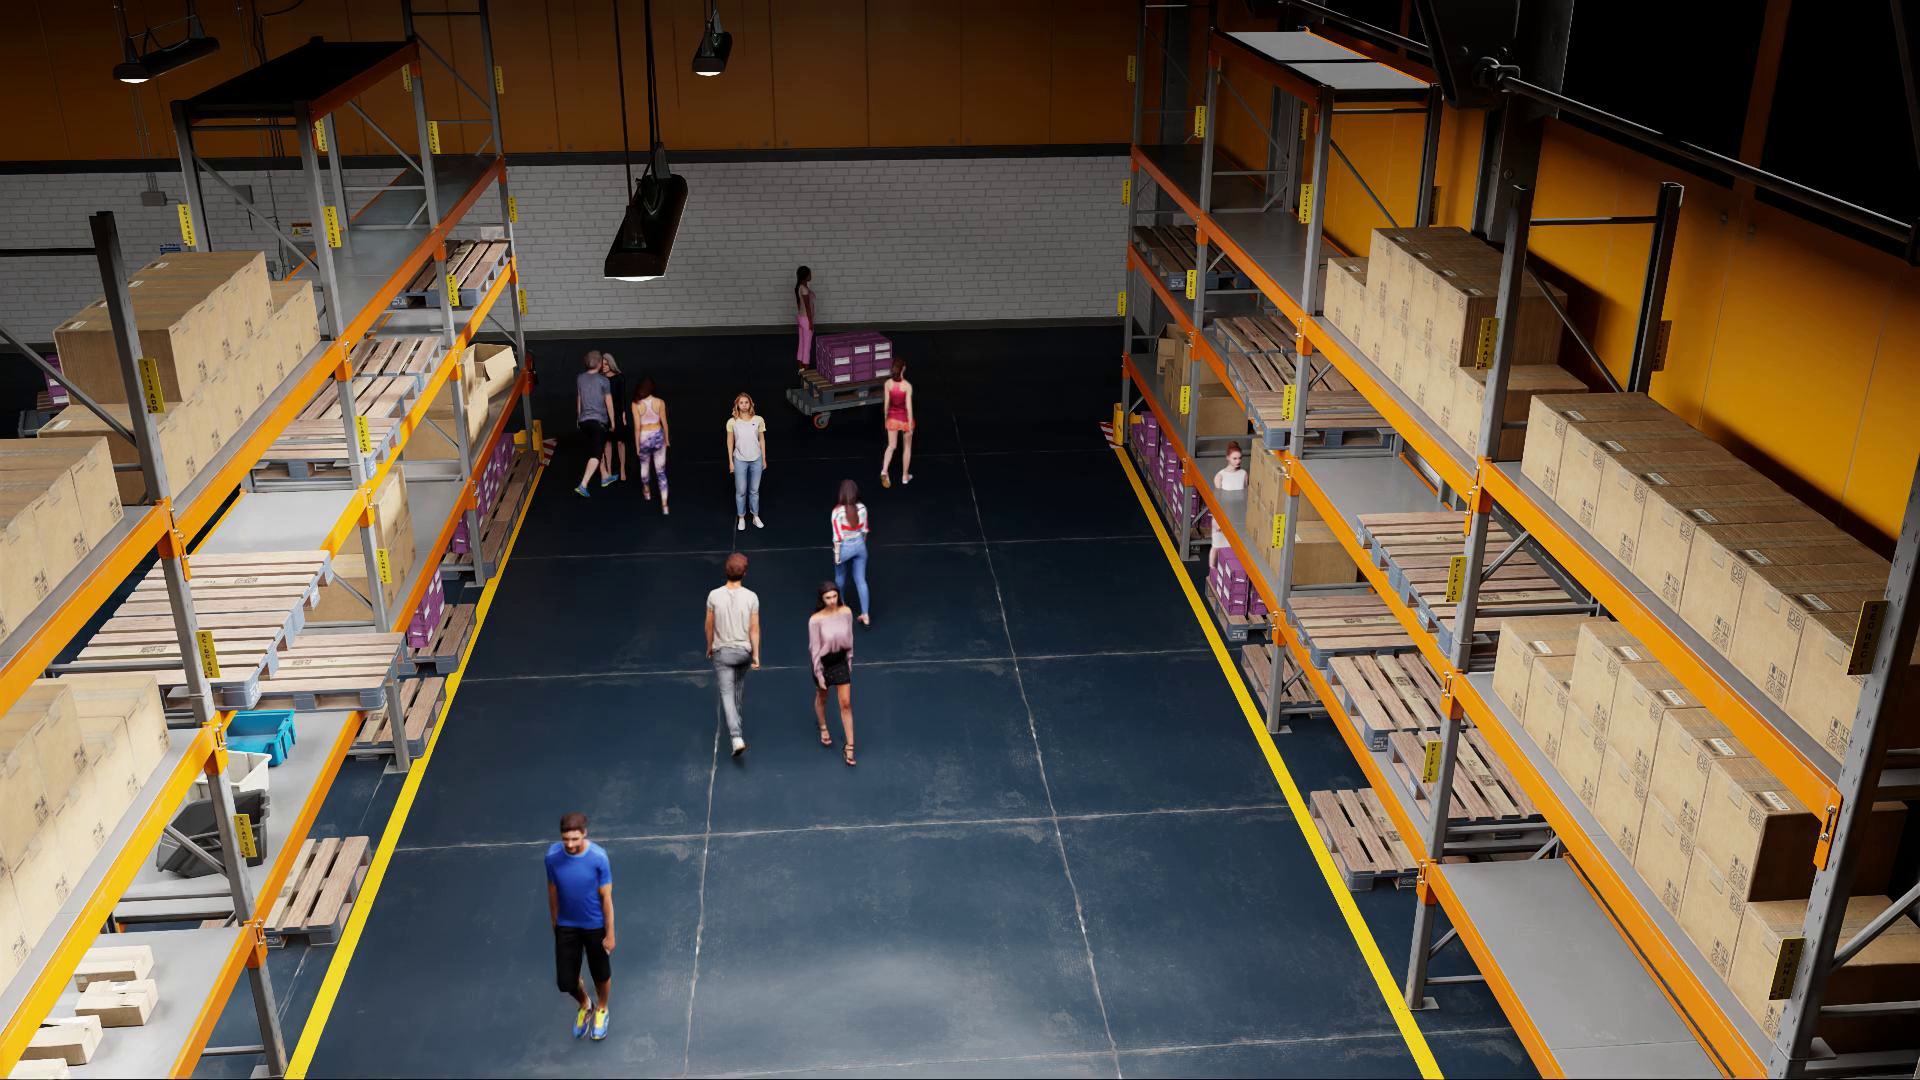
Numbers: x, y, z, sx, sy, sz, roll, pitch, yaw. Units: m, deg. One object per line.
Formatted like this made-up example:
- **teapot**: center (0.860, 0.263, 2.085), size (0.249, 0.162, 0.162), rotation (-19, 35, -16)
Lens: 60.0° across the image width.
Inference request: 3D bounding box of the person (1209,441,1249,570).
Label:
- **person**: center (2.951, -0.237, 18.314), size (0.592, 1.792, 0.541), rotation (-6, 24, -15)

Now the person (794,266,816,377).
- **person**: center (-2.376, -3.346, 25.488), size (0.700, 1.744, 0.557), rotation (-10, 26, -22)

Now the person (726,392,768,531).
- **person**: center (-2.564, -0.958, 20.052), size (0.677, 1.722, 0.621), rotation (-8, 25, -17)

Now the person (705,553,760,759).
- **person**: center (-2.076, 1.079, 15.235), size (0.806, 1.848, 1.253), rotation (-7, 25, -15)

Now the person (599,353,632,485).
- **person**: center (-4.487, -1.566, 21.414), size (0.638, 1.746, 0.610), rotation (2, 24, 4)

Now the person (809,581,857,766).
- **person**: center (-1.220, 1.148, 15.173), size (0.844, 1.771, 1.062), rotation (-12, 26, -25)

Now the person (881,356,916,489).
- **person**: center (-0.805, -1.469, 21.209), size (0.821, 1.731, 1.055), rotation (8, 25, 18)

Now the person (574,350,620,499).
- **person**: center (-4.656, -1.426, 20.964), size (1.080, 1.849, 1.246), rotation (12, 26, 26)

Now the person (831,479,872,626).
- **person**: center (-1.122, 0.152, 17.700), size (0.857, 1.572, 1.177), rotation (-11, 26, -23)

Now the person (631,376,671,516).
- **person**: center (-3.760, -1.132, 20.453), size (0.745, 1.720, 1.201), rotation (-6, 24, -14)

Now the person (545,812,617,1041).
- **person**: center (-2.618, 2.635, 11.673), size (0.648, 1.850, 0.650), rotation (1, 24, 2)
